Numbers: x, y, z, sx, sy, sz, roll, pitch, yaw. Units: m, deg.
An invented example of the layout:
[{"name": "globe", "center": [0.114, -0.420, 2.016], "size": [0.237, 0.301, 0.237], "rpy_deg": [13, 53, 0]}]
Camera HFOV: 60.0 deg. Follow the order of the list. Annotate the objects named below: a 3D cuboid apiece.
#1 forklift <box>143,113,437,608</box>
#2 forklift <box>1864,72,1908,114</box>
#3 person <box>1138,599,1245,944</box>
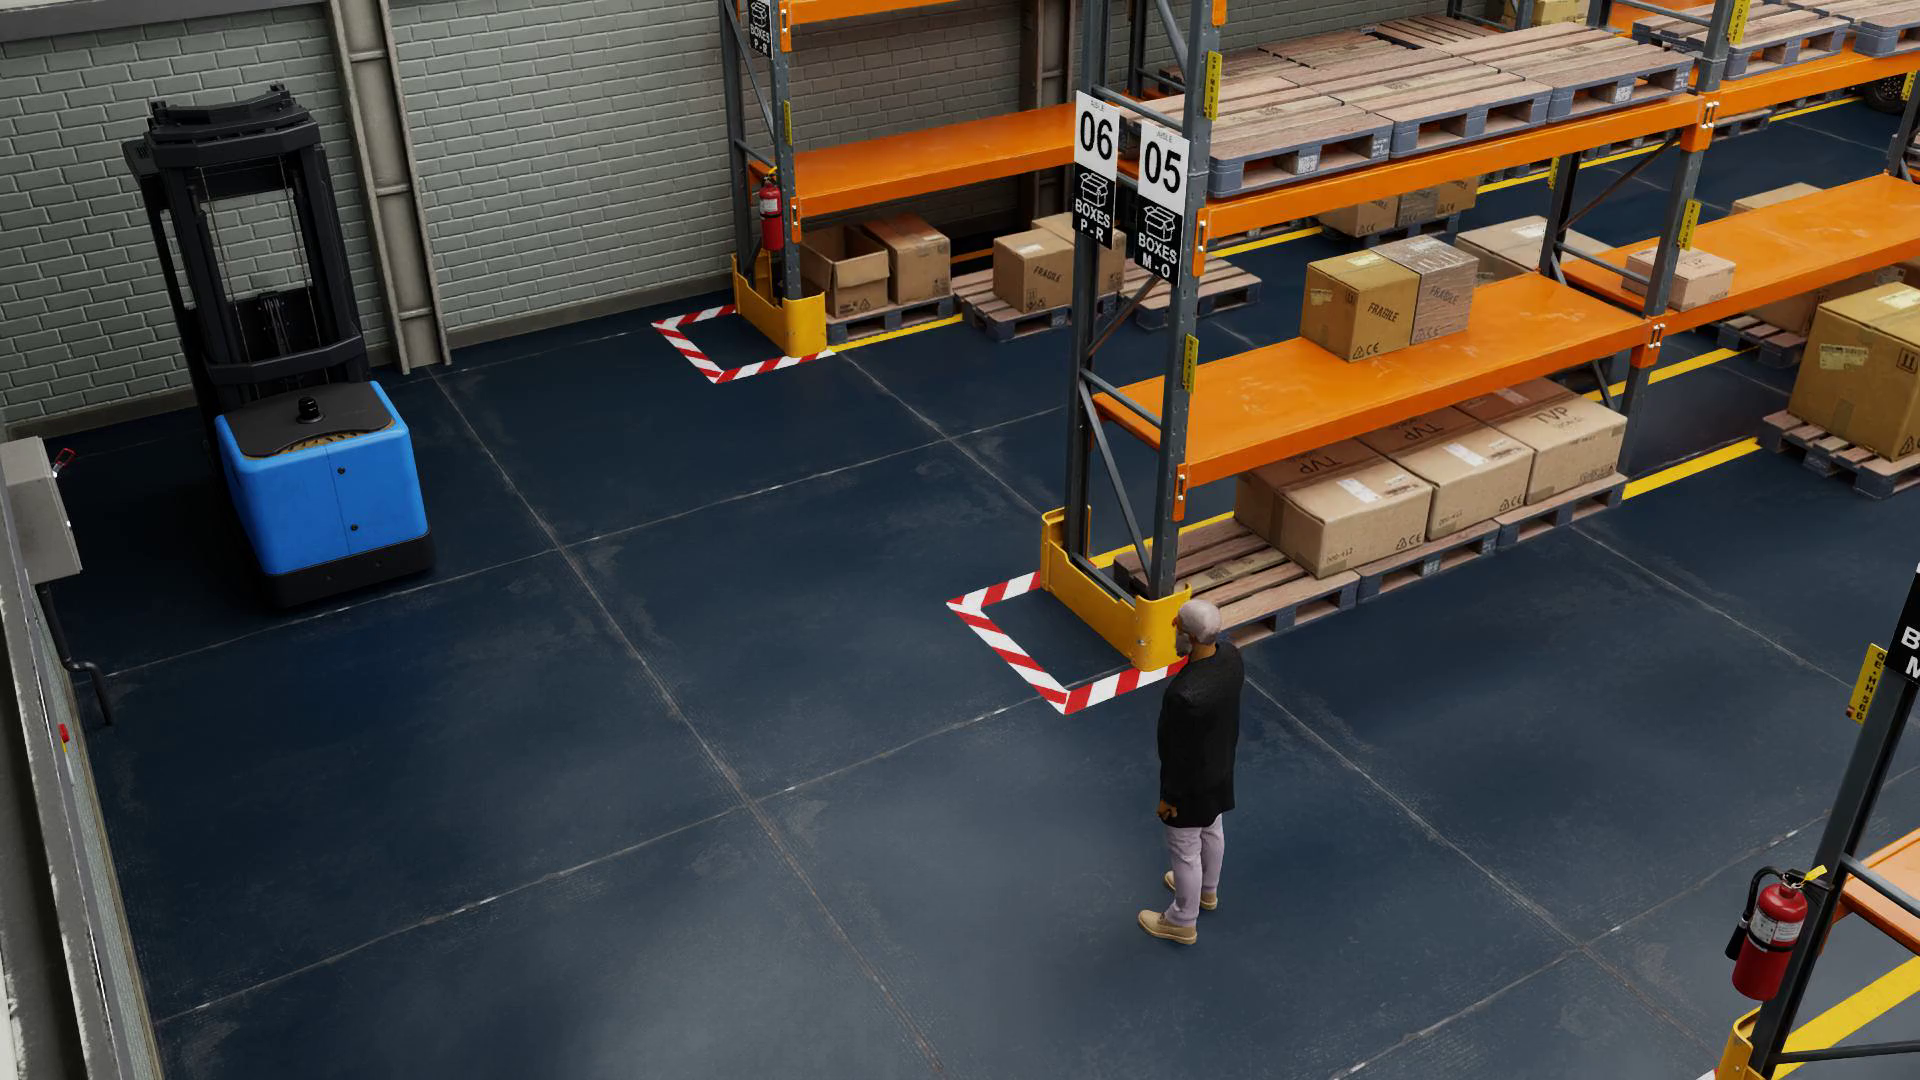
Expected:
[{"name": "forklift", "center": [-4.289, -1.259, 10.509], "size": [1.129, 2.768, 1.873], "rpy_deg": [-17, 36, -26]}, {"name": "forklift", "center": [11.468, -5.645, 18.244], "size": [1.214, 2.155, 2.313], "rpy_deg": [-17, 36, -26]}, {"name": "person", "center": [1.088, 1.073, 7.697], "size": [0.406, 1.854, 0.545], "rpy_deg": [18, 36, 27]}]
